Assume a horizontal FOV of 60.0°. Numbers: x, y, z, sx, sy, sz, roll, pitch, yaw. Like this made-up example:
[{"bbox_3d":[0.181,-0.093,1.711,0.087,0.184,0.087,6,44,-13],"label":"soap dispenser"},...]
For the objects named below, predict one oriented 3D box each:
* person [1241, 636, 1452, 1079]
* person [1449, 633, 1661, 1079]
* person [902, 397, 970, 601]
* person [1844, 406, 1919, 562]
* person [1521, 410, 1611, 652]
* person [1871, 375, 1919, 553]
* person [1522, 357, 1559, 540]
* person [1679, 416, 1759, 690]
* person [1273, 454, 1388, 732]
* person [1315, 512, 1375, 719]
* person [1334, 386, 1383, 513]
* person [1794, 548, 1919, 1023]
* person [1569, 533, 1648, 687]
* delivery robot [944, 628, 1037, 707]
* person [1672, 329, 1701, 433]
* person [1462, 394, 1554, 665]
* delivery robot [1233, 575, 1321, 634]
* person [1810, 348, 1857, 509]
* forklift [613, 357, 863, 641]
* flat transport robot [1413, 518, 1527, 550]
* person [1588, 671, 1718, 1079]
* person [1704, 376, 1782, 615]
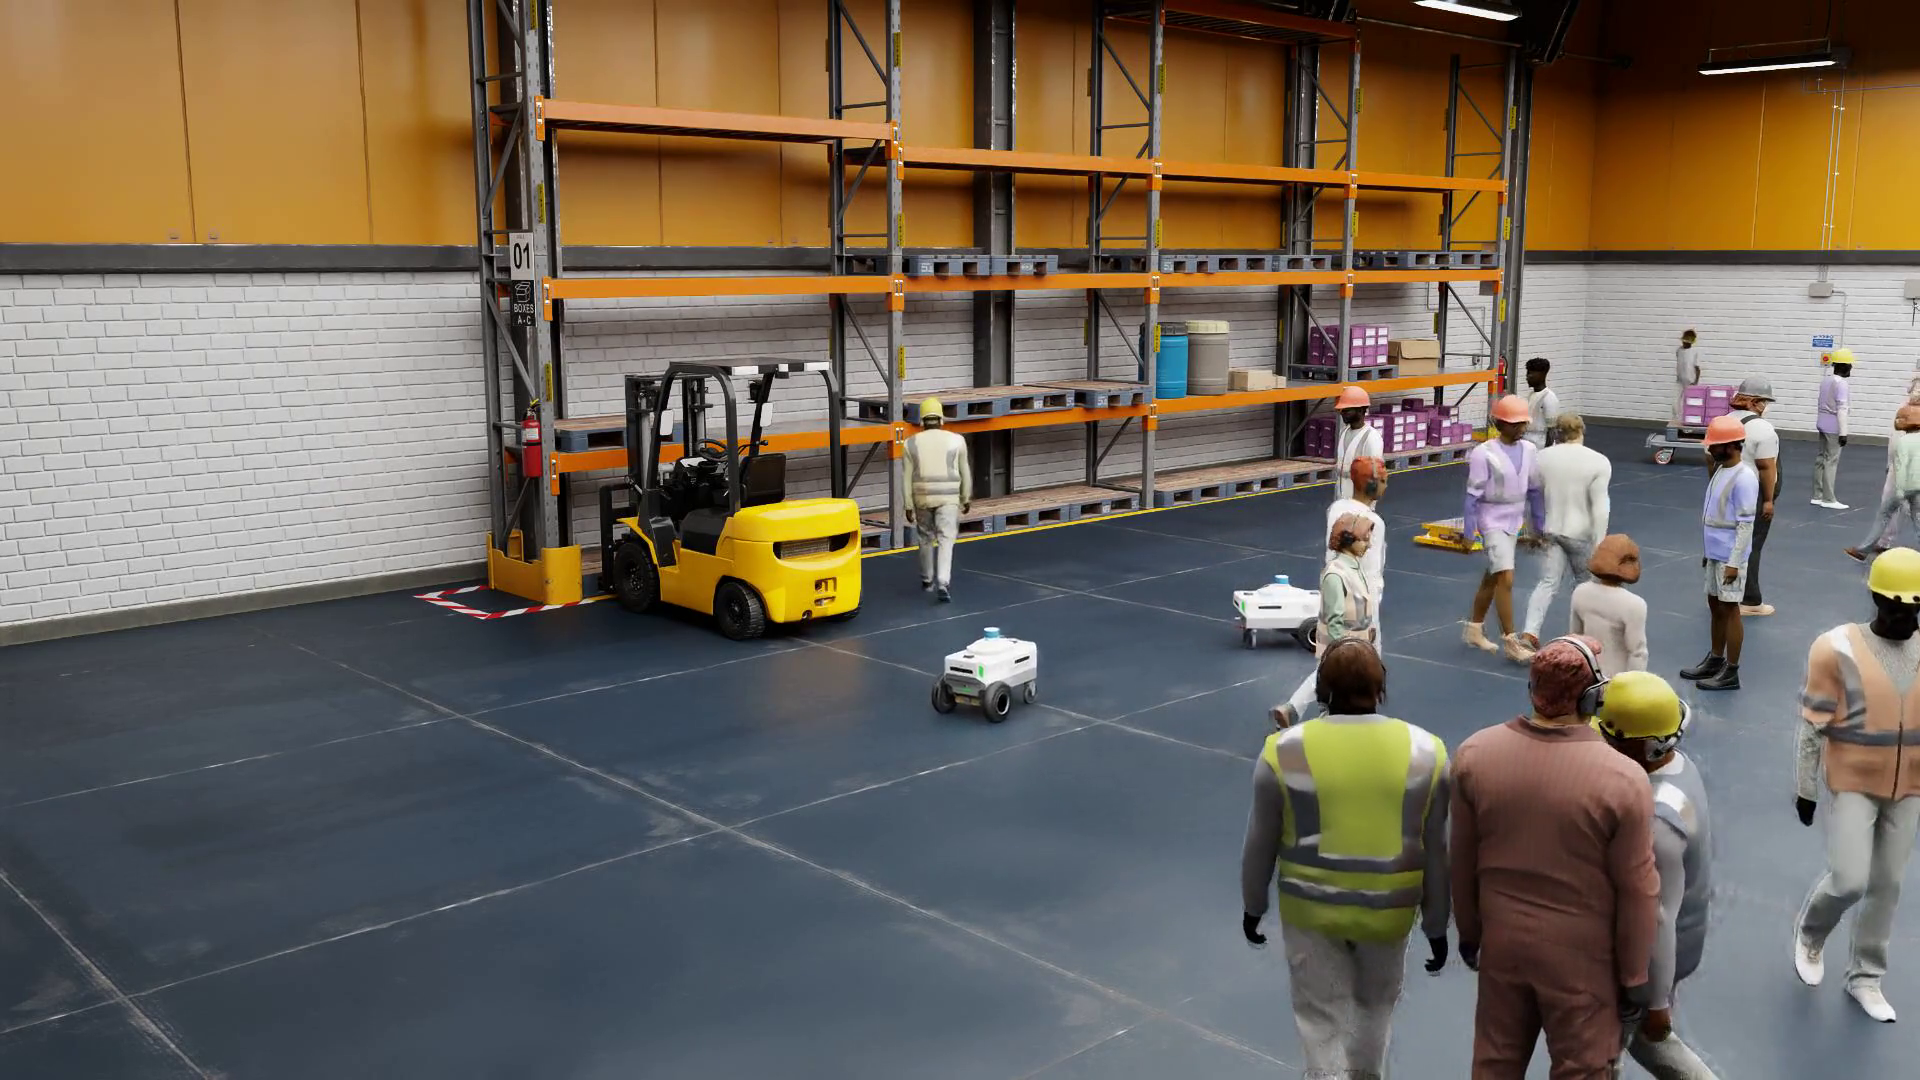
[{"bbox_3d":[1.257,1.196,5.519,0.660,1.812,0.788,1,10,4],"label":"person"},{"bbox_3d":[1.816,1.228,5.080,0.403,1.911,0.637,-9,13,-43],"label":"person"},{"bbox_3d":[-0.217,-0.368,14.768,0.594,1.798,0.889,1,10,4],"label":"person"},{"bbox_3d":[9.139,-0.513,16.203,0.503,1.579,0.855,-5,11,-26],"label":"person"},{"bbox_3d":[4.554,-0.034,12.561,0.650,1.892,0.969,9,13,43],"label":"person"},{"bbox_3d":[9.571,-0.730,16.687,0.554,1.872,0.693,-1,10,-3],"label":"person"},{"bbox_3d":[6.175,-0.977,17.819,0.362,1.962,0.613,0,10,-2],"label":"person"},{"bbox_3d":[5.339,0.093,11.666,0.374,1.928,0.542,1,10,5],"label":"person"},{"bbox_3d":[2.311,0.406,10.026,0.706,1.864,0.597,-3,10,-16],"label":"person"},{"bbox_3d":[2.115,0.660,9.189,0.310,1.640,0.514,4,11,23],"label":"person"},{"bbox_3d":[3.351,-0.346,14.209,0.375,1.935,0.551,-4,10,-21],"label":"person"},{"bbox_3d":[3.663,0.962,6.644,0.585,1.913,0.431,0,10,0],"label":"person"},{"bbox_3d":[3.358,0.770,8.613,0.348,1.640,0.501,-4,11,-23],"label":"person"},{"bbox_3d":[0.210,0.828,11.100,0.477,0.478,0.707,7,12,35],"label":"delivery robot"},{"bbox_3d":[12.083,-2.584,27.640,0.516,1.821,0.540,-6,11,-32],"label":"person"},{"bbox_3d":[4.150,-0.081,12.446,0.632,1.997,0.927,-6,11,-32],"label":"person"},{"bbox_3d":[2.490,0.518,12.917,0.707,0.478,0.477,0,10,-2],"label":"delivery robot"},{"bbox_3d":[10.555,-1.345,20.083,0.375,1.929,0.585,1,10,5],"label":"person"},{"bbox_3d":[-1.847,-0.414,13.852,1.214,2.155,2.313,-9,13,-42],"label":"forklift"},{"bbox_3d":[5.521,-0.098,17.626,1.431,0.197,0.652,-7,12,-37],"label":"flat transport robot"},{"bbox_3d":[2.196,1.267,5.191,0.725,1.797,0.625,5,11,28],"label":"person"},{"bbox_3d":[6.715,-0.392,14.173,0.536,2.000,0.672,-3,10,-19],"label":"person"}]
